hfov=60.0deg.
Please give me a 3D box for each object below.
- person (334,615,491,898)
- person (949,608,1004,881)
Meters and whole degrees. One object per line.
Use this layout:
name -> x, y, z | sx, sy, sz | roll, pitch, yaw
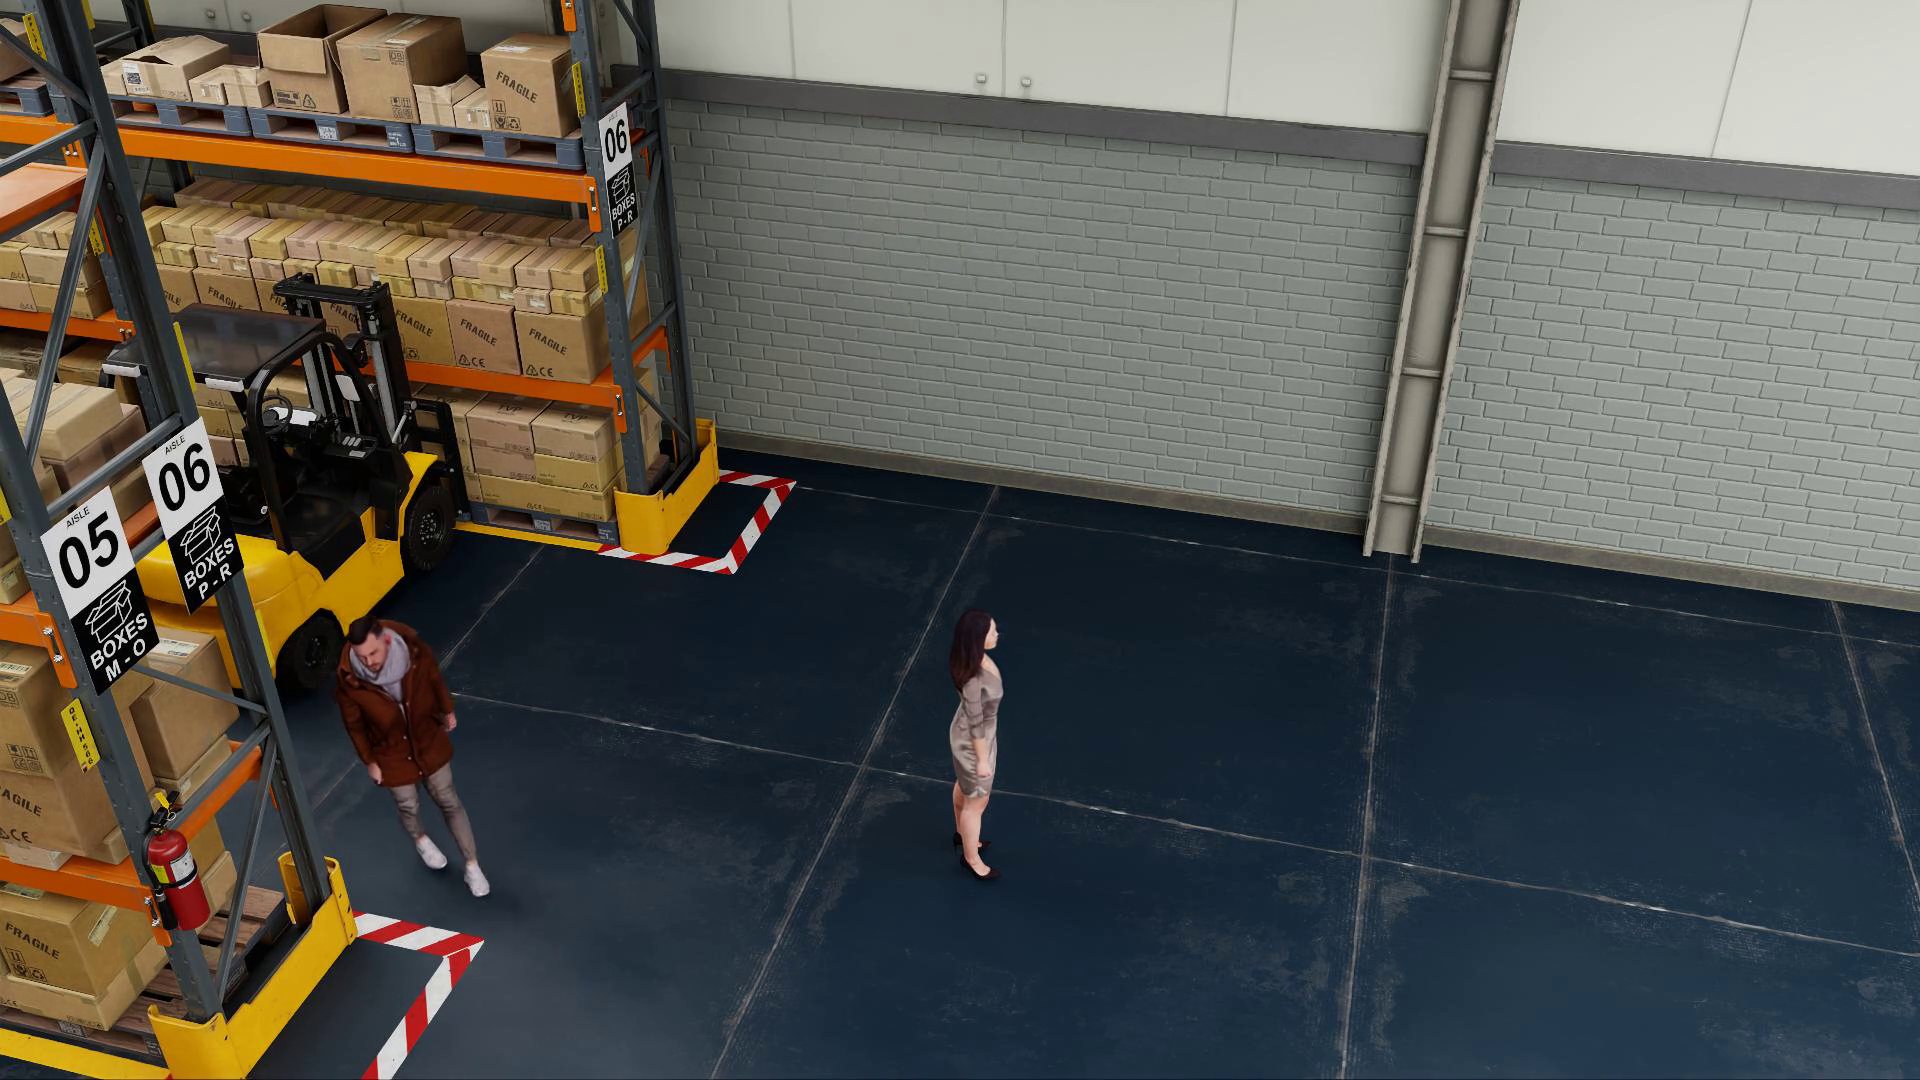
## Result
person -> -3.002, 1.080, 8.927 | 1.043, 1.801, 1.117 | -25, 40, -33
person -> 0.074, 1.093, 8.956 | 0.637, 1.747, 0.655 | -5, 33, -7
